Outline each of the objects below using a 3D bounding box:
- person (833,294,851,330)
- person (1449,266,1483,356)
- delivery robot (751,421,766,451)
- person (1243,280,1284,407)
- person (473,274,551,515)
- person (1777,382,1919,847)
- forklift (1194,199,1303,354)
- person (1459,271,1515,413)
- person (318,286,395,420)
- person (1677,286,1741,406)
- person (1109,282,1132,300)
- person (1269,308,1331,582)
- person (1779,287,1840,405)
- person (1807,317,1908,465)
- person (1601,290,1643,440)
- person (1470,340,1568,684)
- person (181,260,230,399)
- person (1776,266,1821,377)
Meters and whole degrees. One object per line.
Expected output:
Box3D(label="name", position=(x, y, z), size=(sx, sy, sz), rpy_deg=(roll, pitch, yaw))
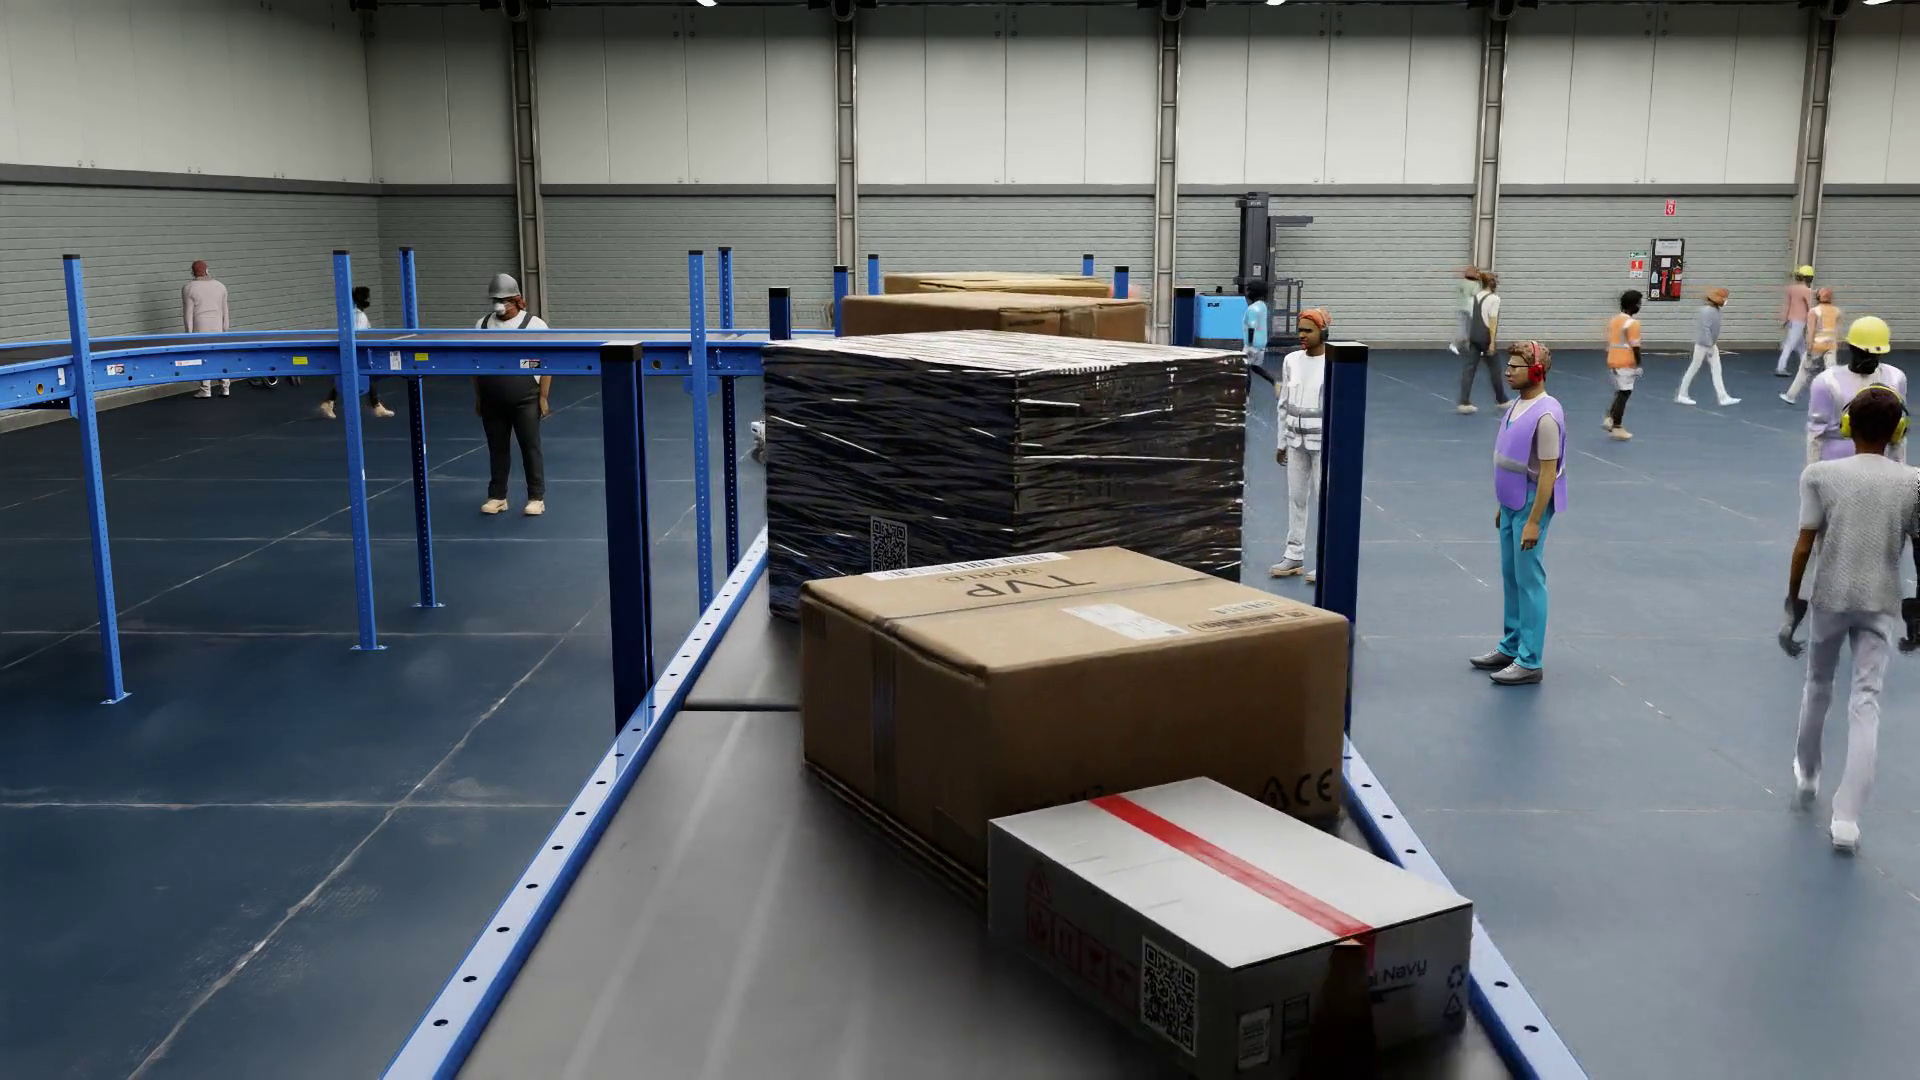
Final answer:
Box3D(label="person", position=(-0.839, -0.888, 12.590), size=(0.473, 1.922, 0.658), rpy_deg=(-5, 12, -25))
Box3D(label="person", position=(9.221, -4.153, 30.160), size=(0.653, 1.614, 0.518), rpy_deg=(-3, 11, -14))
Box3D(label="delivery robot", position=(-1.785, -1.120, 17.178), size=(0.707, 0.478, 0.477), rpy_deg=(-4, 12, -22))
Box3D(label="person", position=(3.958, -2.602, 22.014), size=(0.629, 1.679, 0.542), rpy_deg=(7, 13, 31))
Box3D(label="person", position=(-3.801, -1.204, 14.022), size=(0.688, 2.000, 0.536), rpy_deg=(2, 11, 10))
Box3D(label="person", position=(3.684, 0.280, 6.856), size=(0.546, 1.822, 0.949), rpy_deg=(5, 12, 25))
Box3D(label="forklift", position=(5.313, -4.851, 30.603), size=(1.873, 2.768, 1.129), rpy_deg=(0, 11, 1))
Box3D(label="person", position=(6.800, -2.535, 21.353), size=(0.966, 1.799, 0.534), rpy_deg=(-6, 12, -27))
Box3D(label="person", position=(-7.581, -2.330, 20.713), size=(0.865, 1.655, 0.545), rpy_deg=(-4, 12, -22))
Box3D(label="person", position=(9.978, -2.569, 22.092), size=(0.513, 1.578, 0.848), rpy_deg=(-9, 14, -39))
Box3D(label="person", position=(1.627, -1.456, 15.602), size=(0.872, 1.907, 0.559), rpy_deg=(7, 13, 32))
Box3D(label="person", position=(2.433, -0.654, 11.495), size=(0.349, 1.882, 0.577), rpy_deg=(-10, 15, -41))
Box3D(label="person", position=(11.196, -2.500, 21.730), size=(0.504, 1.590, 0.893), rpy_deg=(-2, 11, -12))
Box3D(label="person", position=(5.653, -0.480, 10.567), size=(0.646, 1.889, 0.665), rpy_deg=(0, 11, 0))
Box3D(label="person", position=(7.510, -1.971, 18.759), size=(0.371, 1.683, 0.560), rpy_deg=(-1, 11, -4))
Box3D(label="person", position=(3.070, -0.155, 9.023), size=(0.389, 1.846, 0.567), rpy_deg=(0, 11, 0))
Box3D(label="person", position=(-10.483, -2.921, 23.101), size=(0.399, 1.902, 0.642), rpy_deg=(8, 14, 37))
Box3D(label="person", position=(13.291, -3.438, 26.166), size=(0.882, 1.722, 0.548), rpy_deg=(-1, 11, -6))
